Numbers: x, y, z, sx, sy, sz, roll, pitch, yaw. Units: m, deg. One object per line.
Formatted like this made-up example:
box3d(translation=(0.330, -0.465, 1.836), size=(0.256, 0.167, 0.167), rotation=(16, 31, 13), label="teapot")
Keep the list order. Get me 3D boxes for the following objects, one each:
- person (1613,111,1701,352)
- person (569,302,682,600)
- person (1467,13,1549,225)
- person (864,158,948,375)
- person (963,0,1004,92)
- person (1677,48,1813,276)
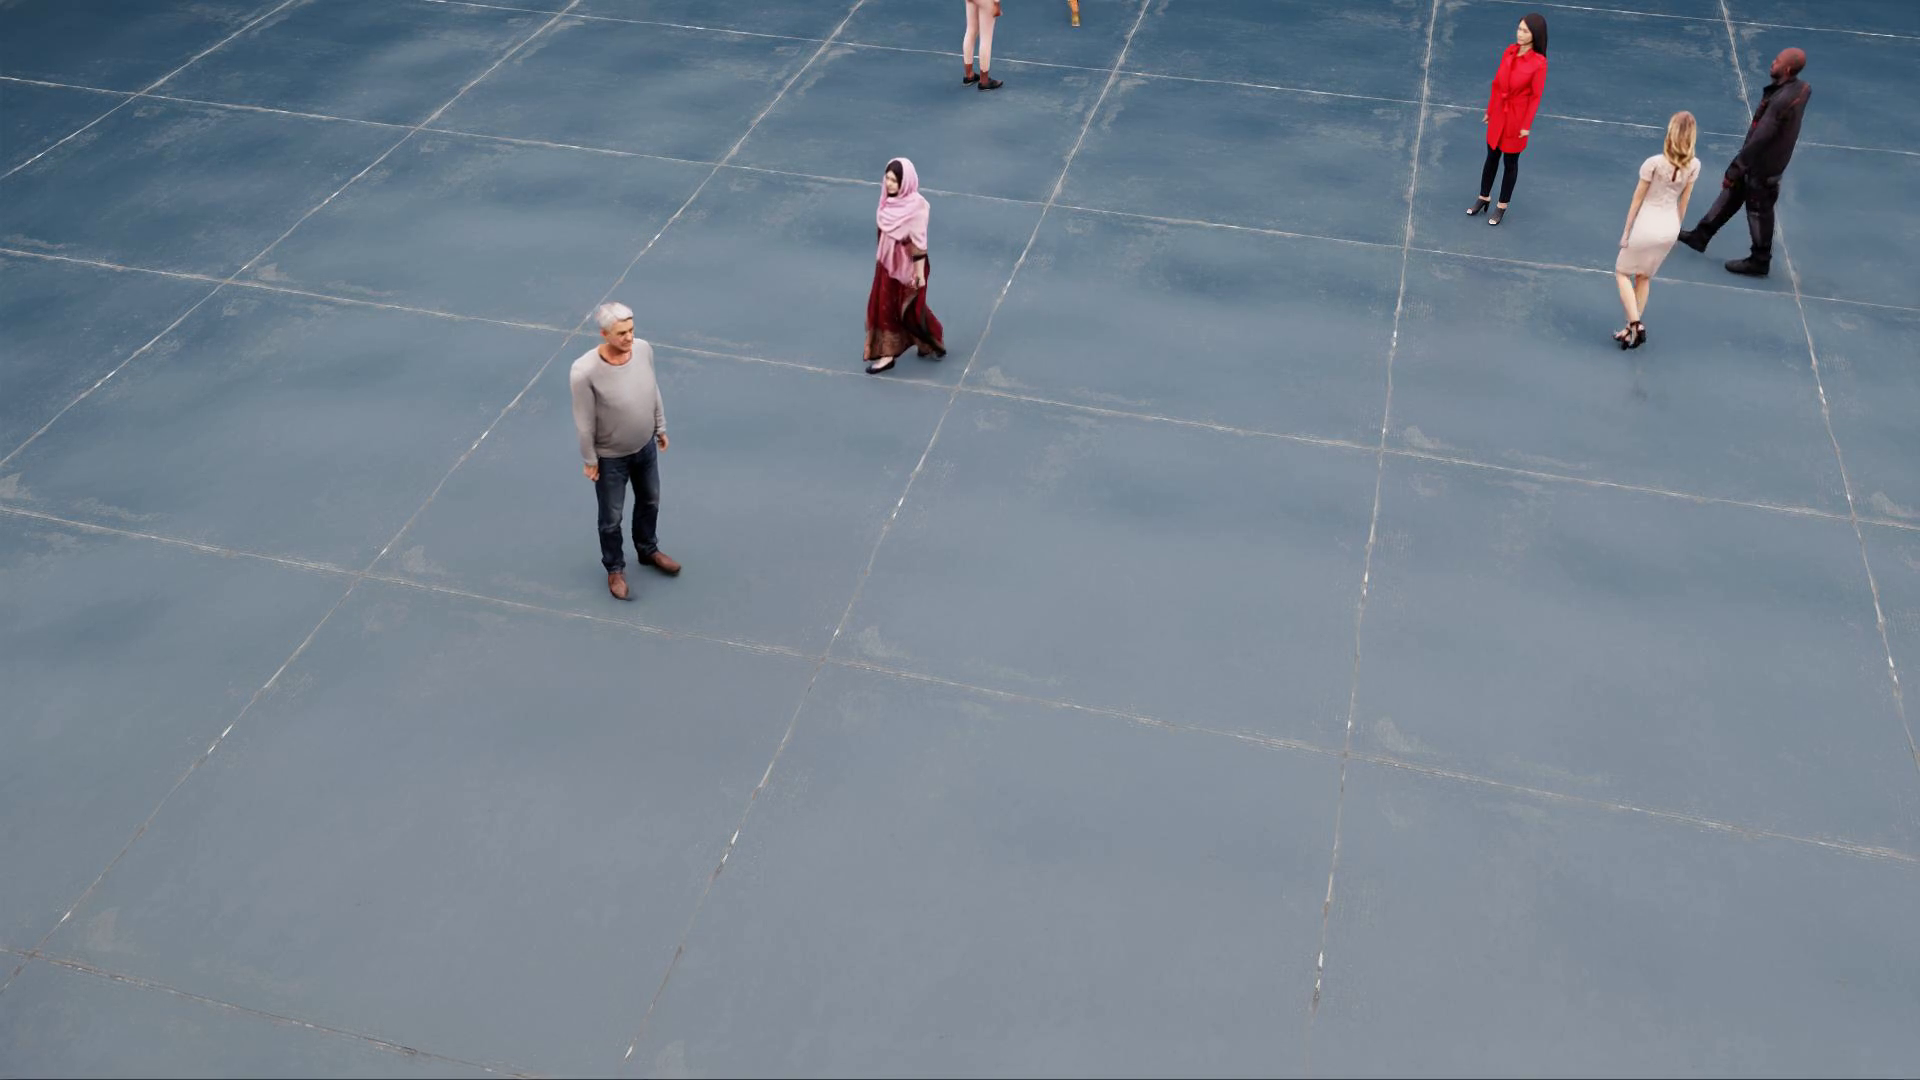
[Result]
box3d(translation=(4.924, -2.109, 11.781), size=(0.743, 1.812, 0.879), rotation=(1, 38, 2), label="person")
box3d(translation=(-1.986, -0.552, 9.717), size=(0.766, 1.904, 0.902), rotation=(-30, 47, -33), label="person")
box3d(translation=(4.466, -3.413, 13.501), size=(0.789, 1.748, 0.736), rotation=(-23, 43, -26), label="person")
box3d(translation=(-0.368, -1.946, 11.727), size=(1.016, 1.622, 0.906), rotation=(-30, 47, -32), label="person")
box3d(translation=(0.189, -5.121, 15.705), size=(0.718, 1.722, 0.698), rotation=(-27, 46, -30), label="person")
box3d(translation=(6.263, -2.858, 12.748), size=(0.996, 1.801, 1.104), rotation=(21, 43, 25), label="person")
